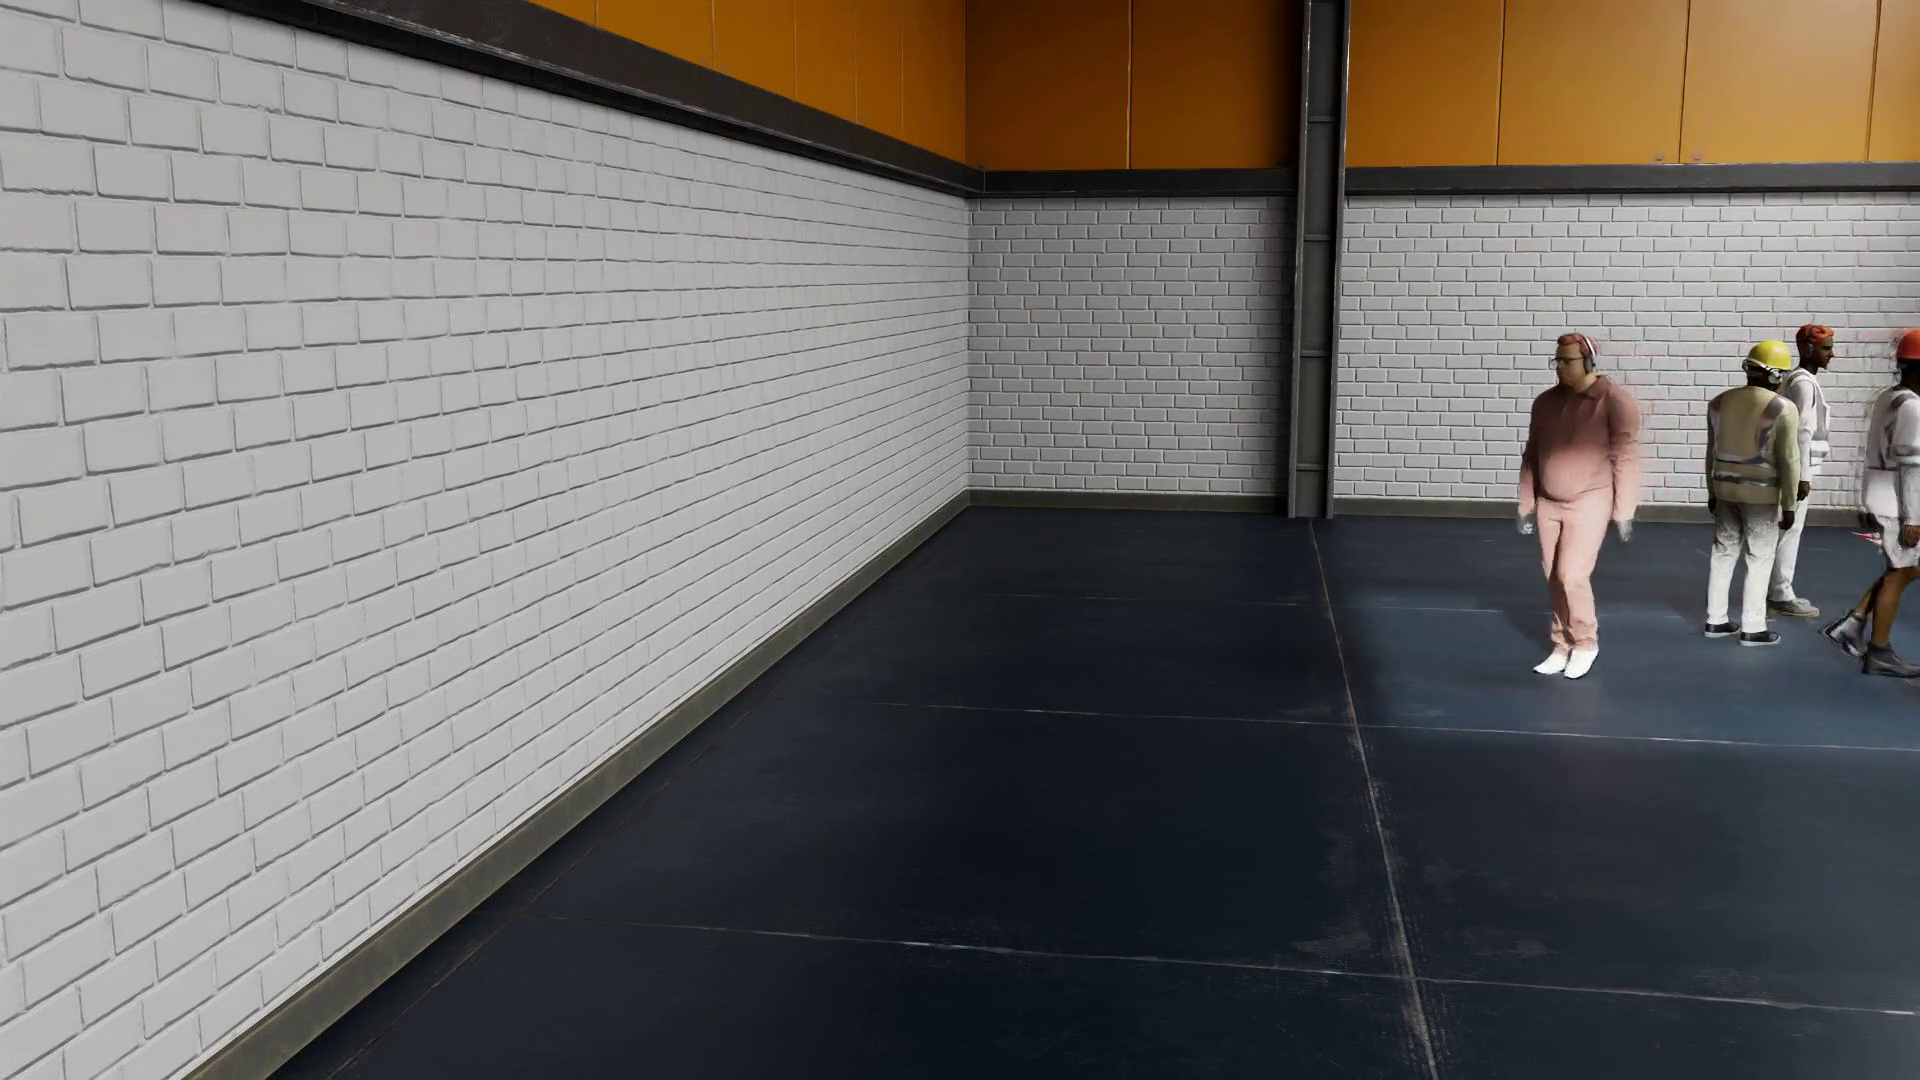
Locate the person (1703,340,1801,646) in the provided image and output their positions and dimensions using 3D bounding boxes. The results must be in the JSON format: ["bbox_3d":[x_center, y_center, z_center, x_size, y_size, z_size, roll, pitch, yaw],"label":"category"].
[{"bbox_3d":[4.714,-0.277,9.897,0.403,1.818,0.603,-5,10,-28],"label":"person"}]

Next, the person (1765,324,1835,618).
[{"bbox_3d":[5.423,-0.449,10.763,0.352,1.881,0.576,4,10,21],"label":"person"}]

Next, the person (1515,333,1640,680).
[{"bbox_3d":[3.300,-0.174,9.029,0.480,1.887,0.682,-6,11,-31],"label":"person"}]

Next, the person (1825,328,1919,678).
[{"bbox_3d":[5.118,-0.194,9.046,0.425,1.918,0.567,3,10,17],"label":"person"}]
